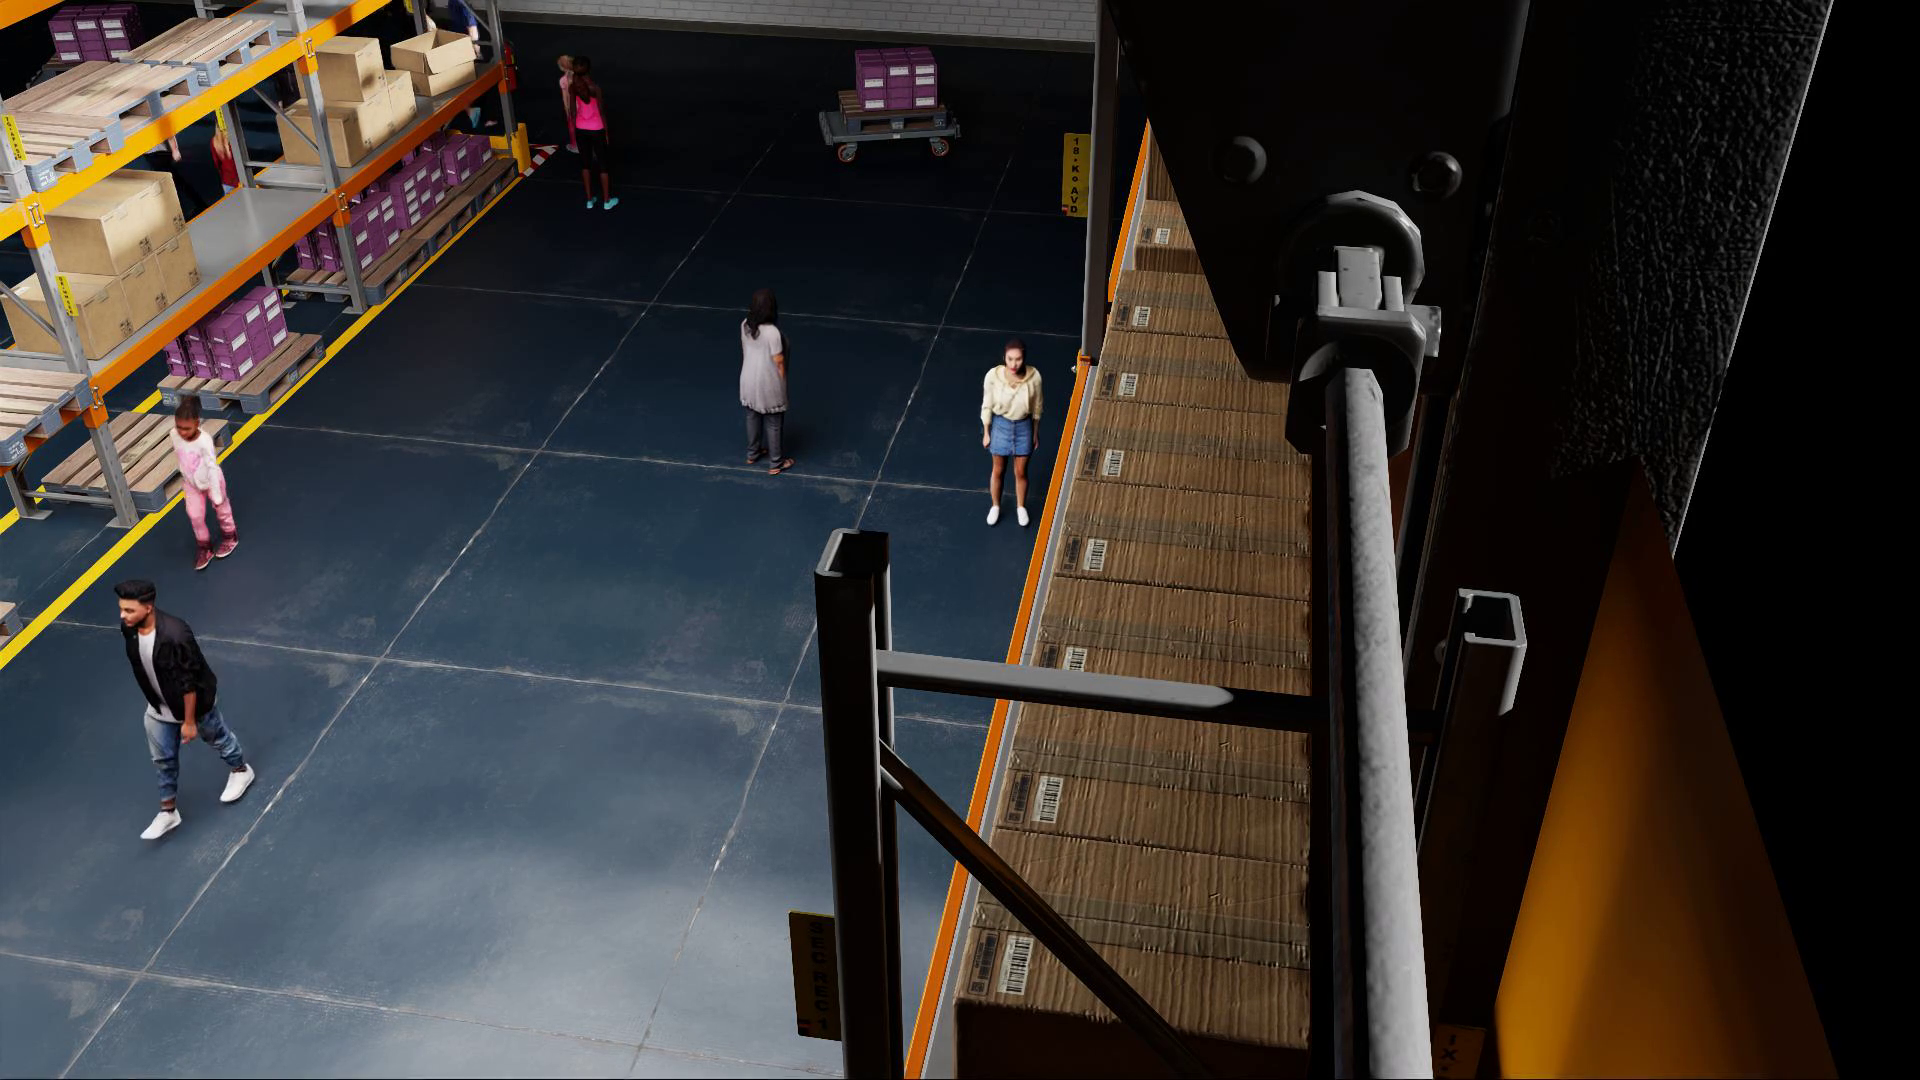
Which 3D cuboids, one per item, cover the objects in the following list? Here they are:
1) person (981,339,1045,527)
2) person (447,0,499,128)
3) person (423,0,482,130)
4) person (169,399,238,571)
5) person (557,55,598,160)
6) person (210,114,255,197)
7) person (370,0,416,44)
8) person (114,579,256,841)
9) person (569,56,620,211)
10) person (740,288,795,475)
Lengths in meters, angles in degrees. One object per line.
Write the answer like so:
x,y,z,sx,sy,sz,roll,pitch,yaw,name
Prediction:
0.414,-0.857,13.123,0.675,1.631,0.589,1,34,1,person
-6.204,-6.147,20.900,0.925,1.832,0.839,-9,35,-14,person
-6.355,-5.785,20.422,0.938,1.758,0.971,-11,35,-16,person
-5.790,-0.488,12.750,0.562,1.429,0.698,8,35,12,person
-4.579,-5.201,19.995,0.877,1.257,0.898,-24,40,-31,person
-7.550,-3.650,17.350,0.608,1.603,0.949,6,34,9,person
-7.733,-7.348,22.743,0.936,1.792,1.141,12,36,18,person
-4.756,0.923,10.315,0.800,1.776,1.085,10,35,15,person
-4.140,-4.561,18.612,0.564,1.724,0.542,7,34,10,person
-1.637,-1.334,13.866,0.766,1.603,0.815,25,41,33,person
